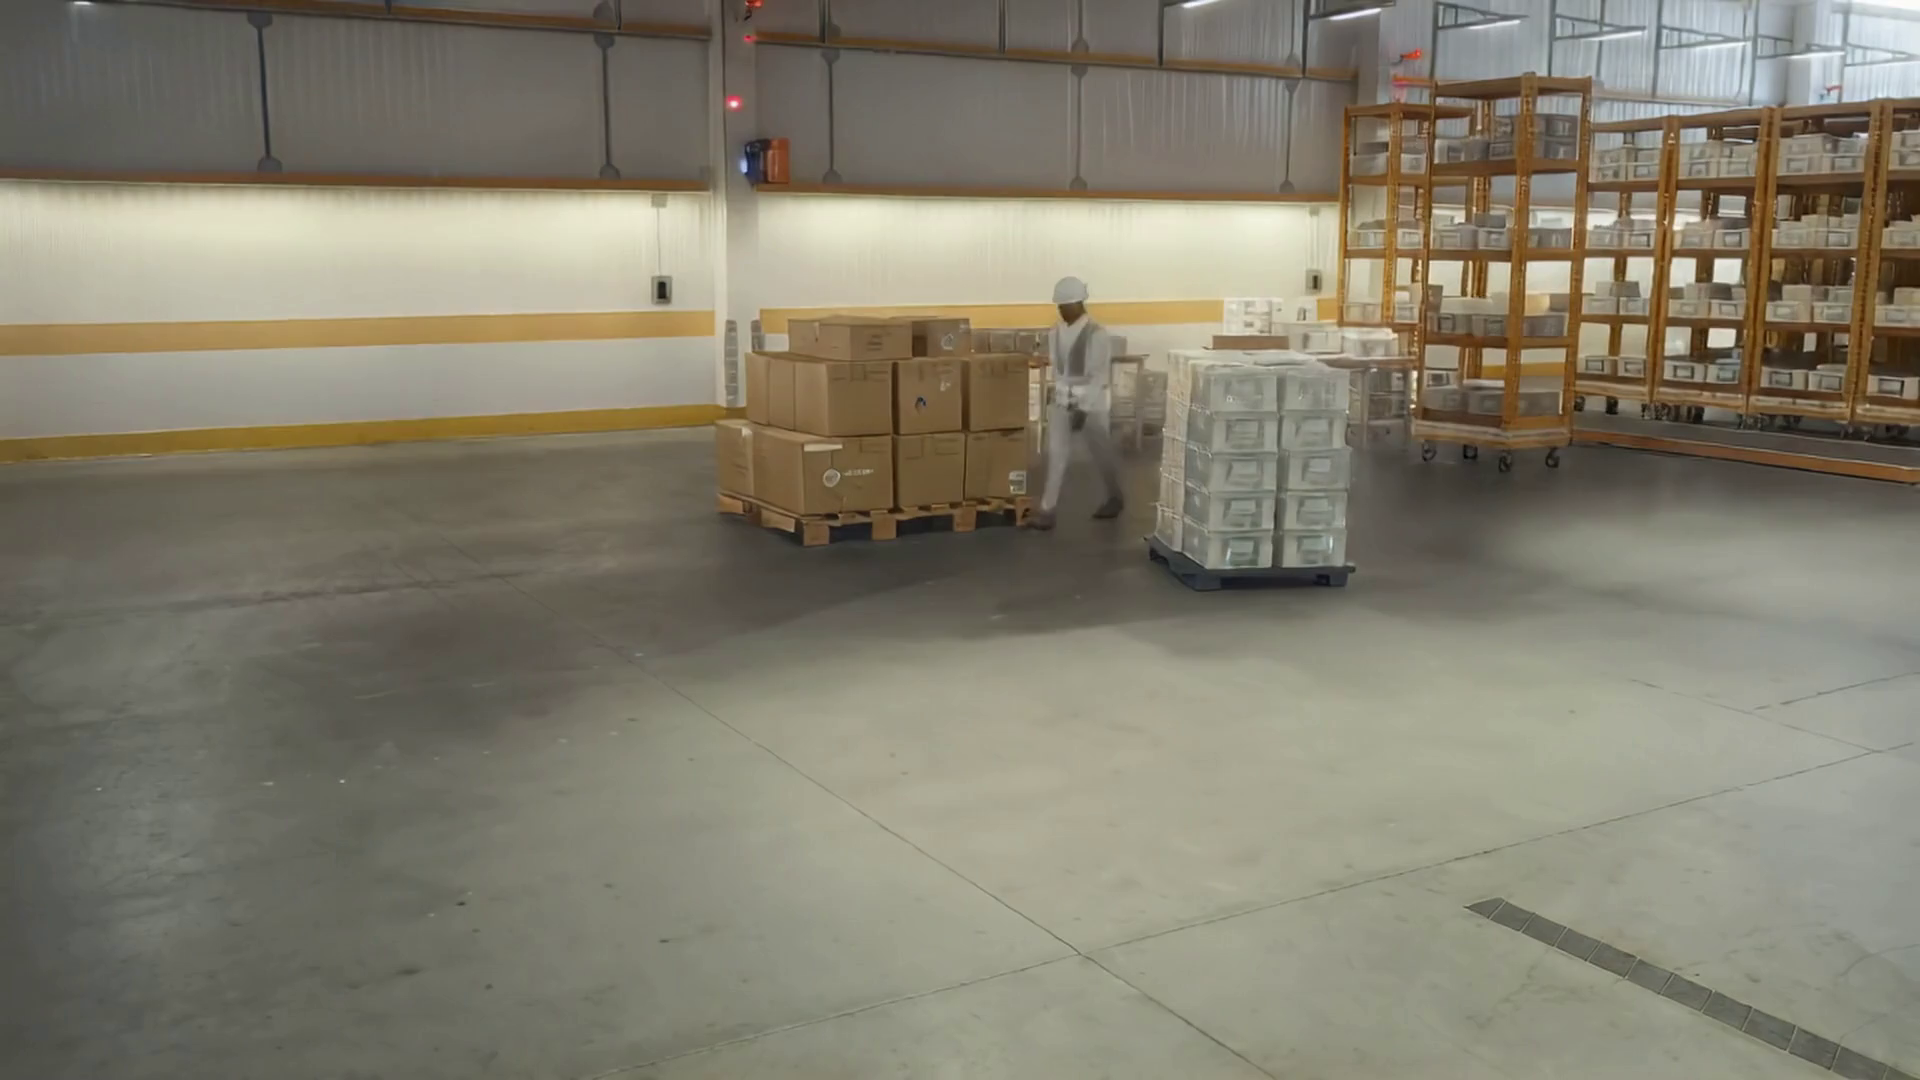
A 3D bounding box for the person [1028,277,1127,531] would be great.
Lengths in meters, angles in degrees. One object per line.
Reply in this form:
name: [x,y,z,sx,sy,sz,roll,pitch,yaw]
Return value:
person: [0.921,-1.005,12.325,0.587,1.865,1.127,7,12,36]
